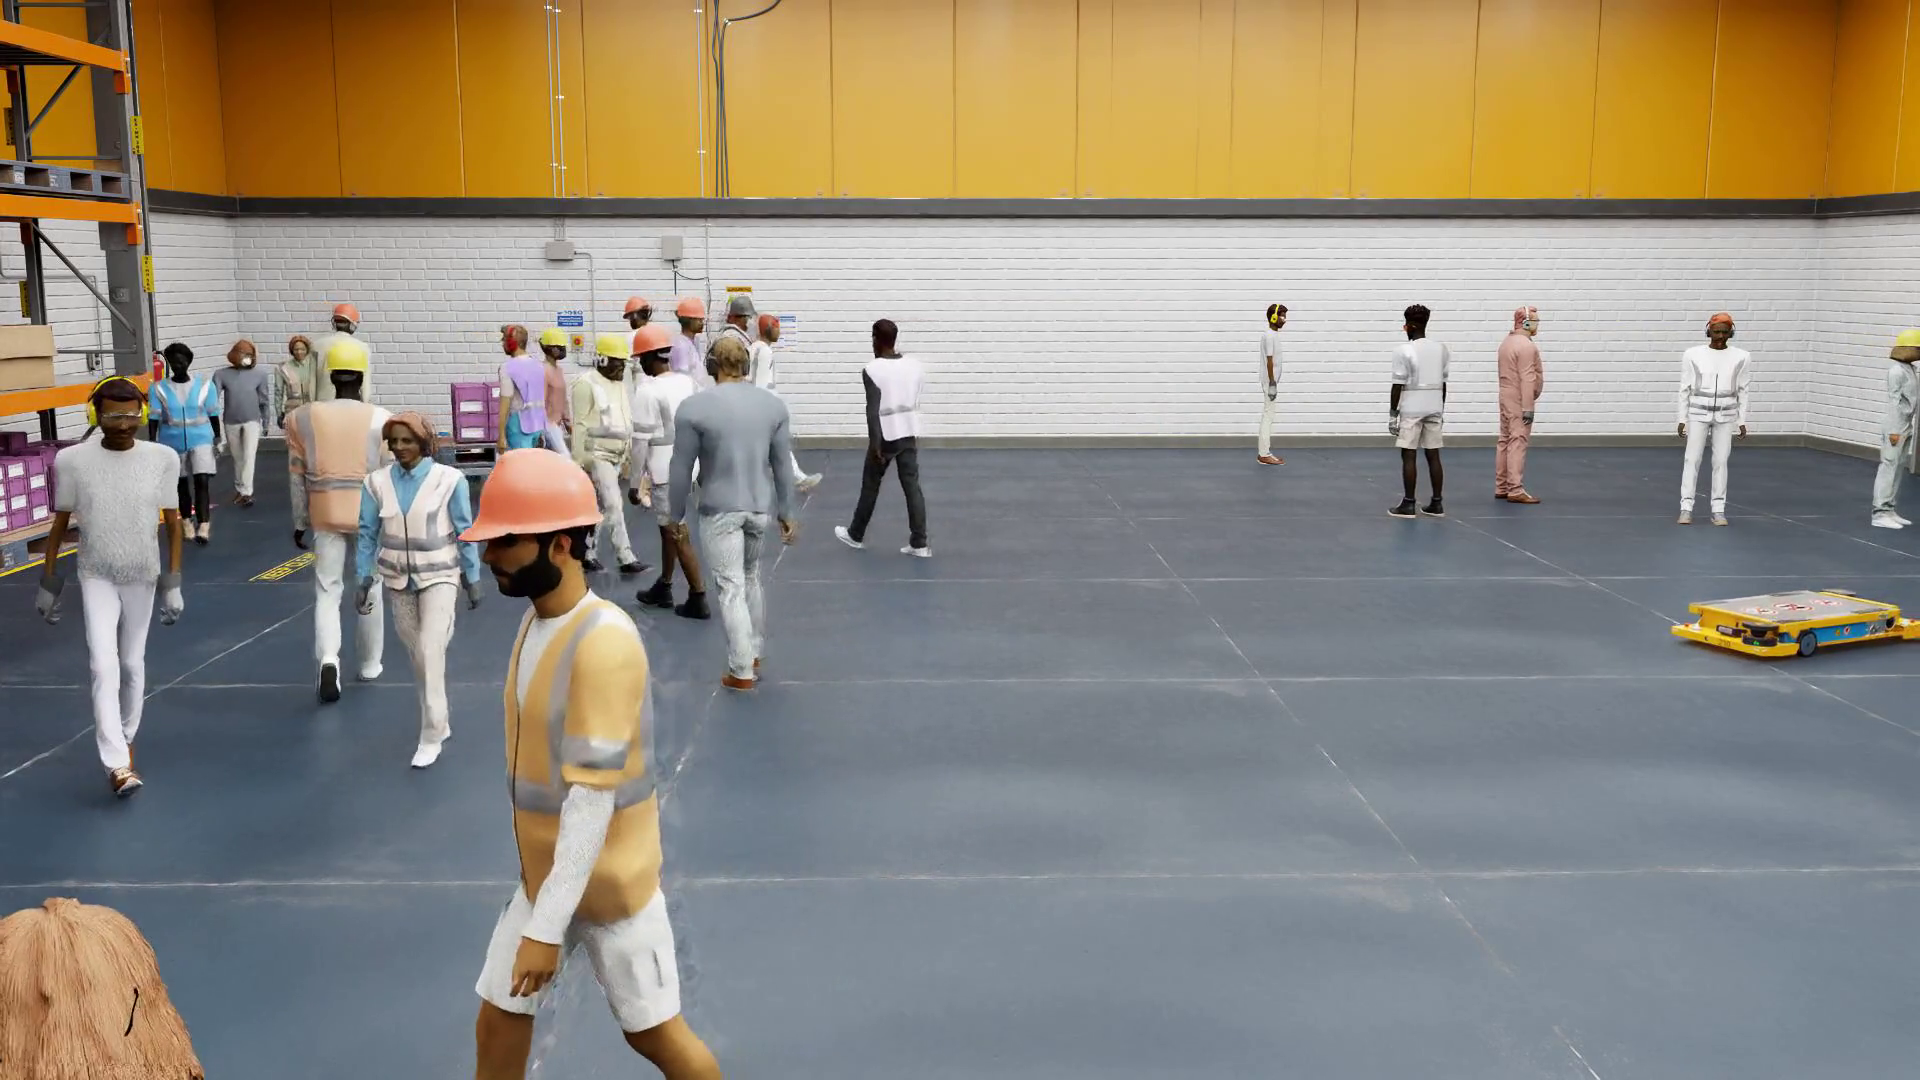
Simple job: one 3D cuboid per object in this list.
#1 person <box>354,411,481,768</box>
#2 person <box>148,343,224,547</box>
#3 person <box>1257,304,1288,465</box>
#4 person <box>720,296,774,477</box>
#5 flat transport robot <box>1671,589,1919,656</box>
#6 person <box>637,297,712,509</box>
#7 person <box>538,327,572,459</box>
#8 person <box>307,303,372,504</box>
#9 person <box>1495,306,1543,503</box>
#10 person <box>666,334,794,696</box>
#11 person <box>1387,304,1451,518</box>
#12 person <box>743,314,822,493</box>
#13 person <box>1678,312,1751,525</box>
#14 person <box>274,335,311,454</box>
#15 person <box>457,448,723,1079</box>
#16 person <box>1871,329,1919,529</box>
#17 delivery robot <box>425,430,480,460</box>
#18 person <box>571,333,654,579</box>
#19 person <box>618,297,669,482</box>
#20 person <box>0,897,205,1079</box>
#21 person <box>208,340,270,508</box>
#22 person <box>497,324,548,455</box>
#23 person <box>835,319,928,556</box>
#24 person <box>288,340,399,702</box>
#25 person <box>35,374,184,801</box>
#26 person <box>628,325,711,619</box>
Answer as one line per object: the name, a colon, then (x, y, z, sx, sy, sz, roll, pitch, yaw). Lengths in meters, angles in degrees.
person: (-2.517, 0.224, 7.625, 0.539, 1.608, 0.684, 1, 9, 9)
person: (-6.328, -0.772, 13.583, 0.550, 1.653, 0.850, -4, 10, -21)
person: (3.638, -1.809, 19.350, 0.329, 1.865, 0.511, 1, 9, 8)
person: (-2.358, -1.661, 17.895, 1.022, 2.000, 0.699, 0, 9, -3)
flat transport robot: (5.106, 0.491, 10.110, 1.431, 0.197, 0.652, -4, 10, -25)
person: (-2.594, -1.241, 15.402, 0.848, 2.014, 0.610, 1, 9, 3)
person: (-3.584, -1.006, 14.760, 0.528, 1.748, 0.537, 0, 9, 0)
person: (-5.967, -1.294, 15.951, 0.632, 1.949, 0.780, 0, 9, 0)
person: (5.462, -1.317, 16.199, 0.399, 1.910, 0.643, 0, 9, -1)
person: (-1.267, -0.144, 8.990, 0.645, 1.910, 0.754, -7, 11, -35)
person: (4.185, -1.176, 15.216, 0.619, 1.953, 0.397, -4, 10, -21)
person: (-1.974, -1.351, 16.710, 1.106, 1.810, 0.603, -4, 10, -25)
person: (6.662, -1.068, 14.732, 0.573, 1.887, 0.355, 3, 10, 17)
person: (-6.544, -1.236, 16.587, 0.523, 1.620, 0.386, -3, 10, -20)
person: (-0.872, 0.736, 3.696, 0.981, 1.887, 0.549, -7, 12, -36)
person: (8.276, -0.977, 14.612, 0.319, 1.742, 0.492, 8, 13, 42)
delivery robot: (-5.445, -0.916, 17.582, 0.707, 0.478, 0.477, -9, 13, -44)
person: (-2.511, -0.609, 12.209, 0.851, 1.788, 0.602, 3, 10, 19)
person: (-3.305, -1.540, 17.385, 1.074, 1.969, 0.688, 4, 10, 24)
person: (-0.961, 1.168, 1.894, 0.501, 1.586, 0.836, -5, 10, -28)
person: (-6.886, -1.104, 15.857, 0.589, 1.584, 0.852, -3, 10, -16)
person: (-3.649, -0.917, 14.041, 0.863, 1.817, 0.577, 2, 10, 15)
person: (-0.593, -0.822, 13.295, 0.593, 1.868, 0.980, -8, 12, -39)
person: (-3.271, -0.113, 8.870, 0.599, 1.898, 0.879, -2, 10, -13)
person: (-3.660, 0.199, 7.185, 0.600, 1.812, 0.931, -5, 11, -30)
person: (-1.968, -0.436, 10.822, 0.853, 1.895, 0.569, 5, 11, 30)
